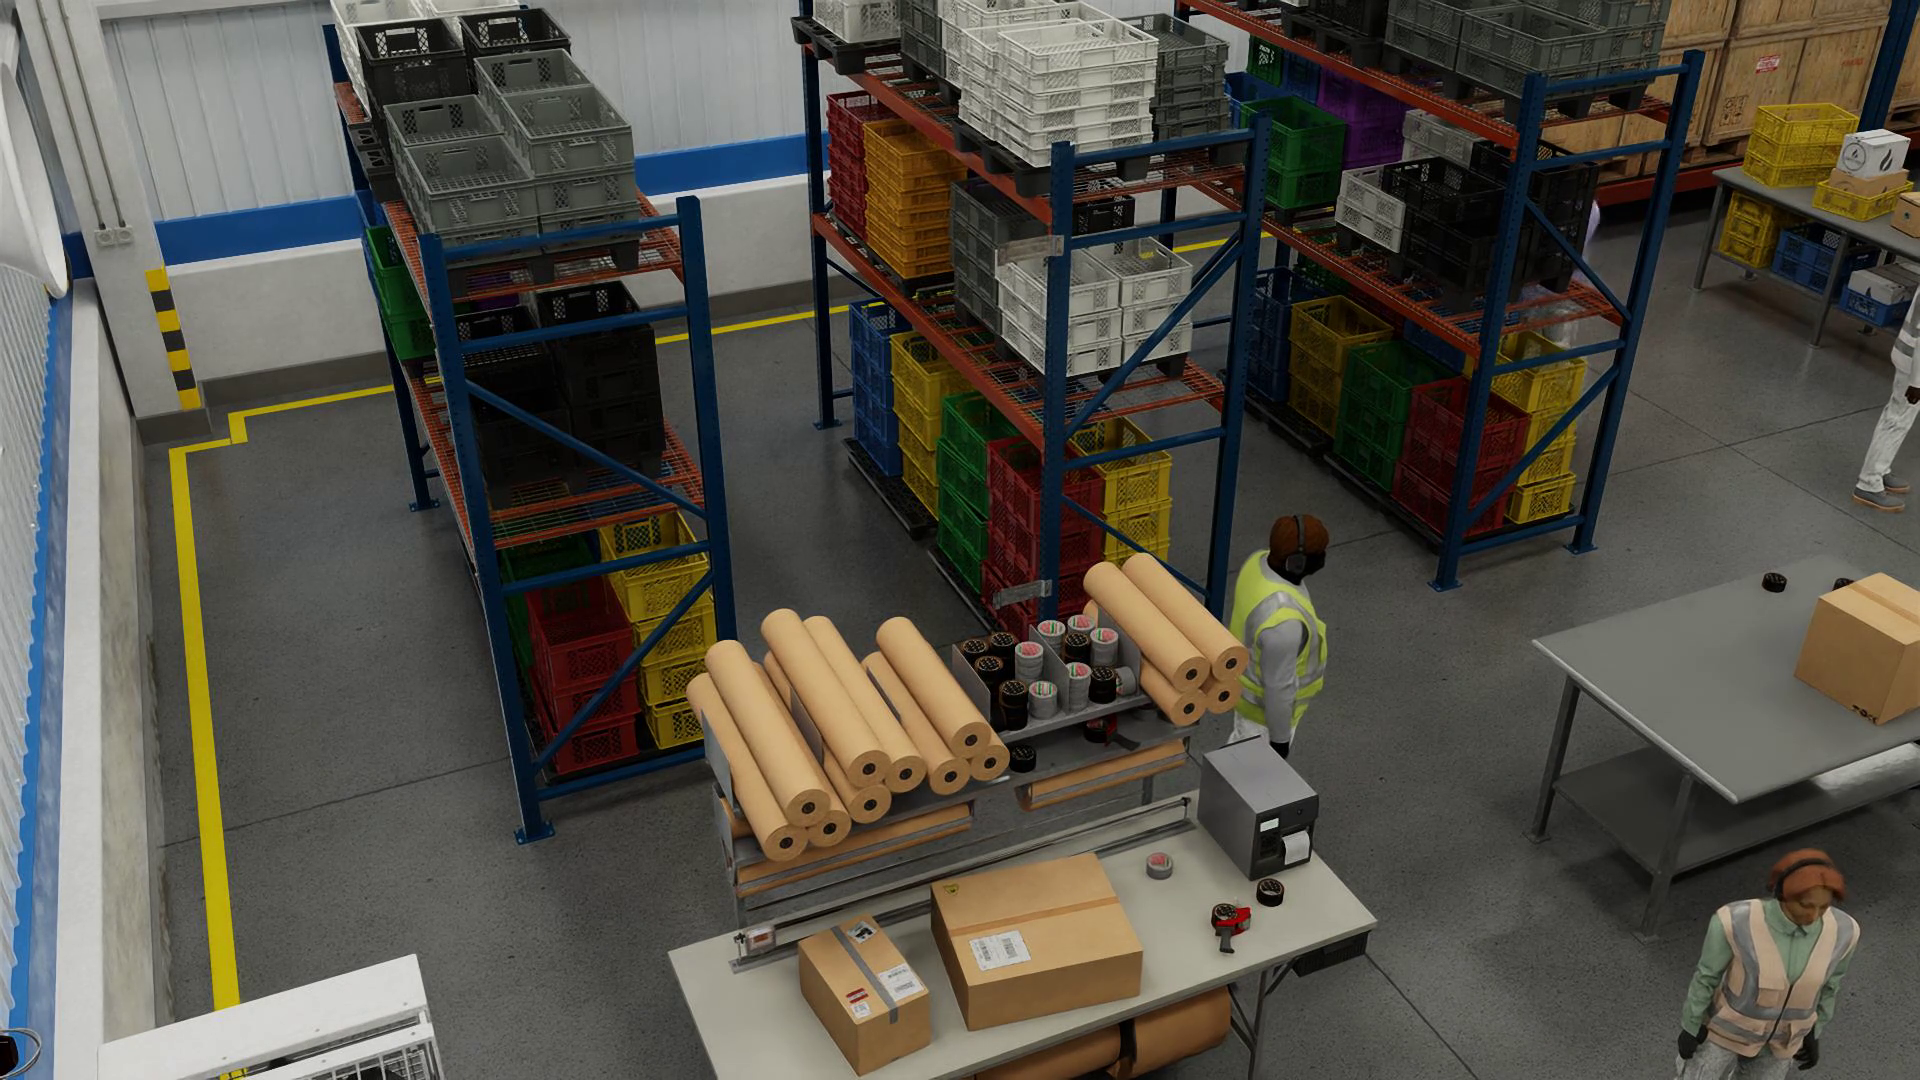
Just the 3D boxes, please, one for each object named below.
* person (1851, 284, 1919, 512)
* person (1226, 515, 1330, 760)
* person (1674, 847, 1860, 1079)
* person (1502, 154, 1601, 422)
[{"bbox_3d":[5.885,-1.082,10.184,0.343,1.878,0.578,18,36,27],"label":"person"},{"bbox_3d":[1.376,0.691,7.348,0.430,1.836,0.629,0,32,0],"label":"person"},{"bbox_3d":[2.774,1.725,5.848,0.512,1.638,0.307,0,32,0],"label":"person"},{"bbox_3d":[3.881,-1.663,11.120,0.636,1.890,0.973,-13,34,-20],"label":"person"}]
